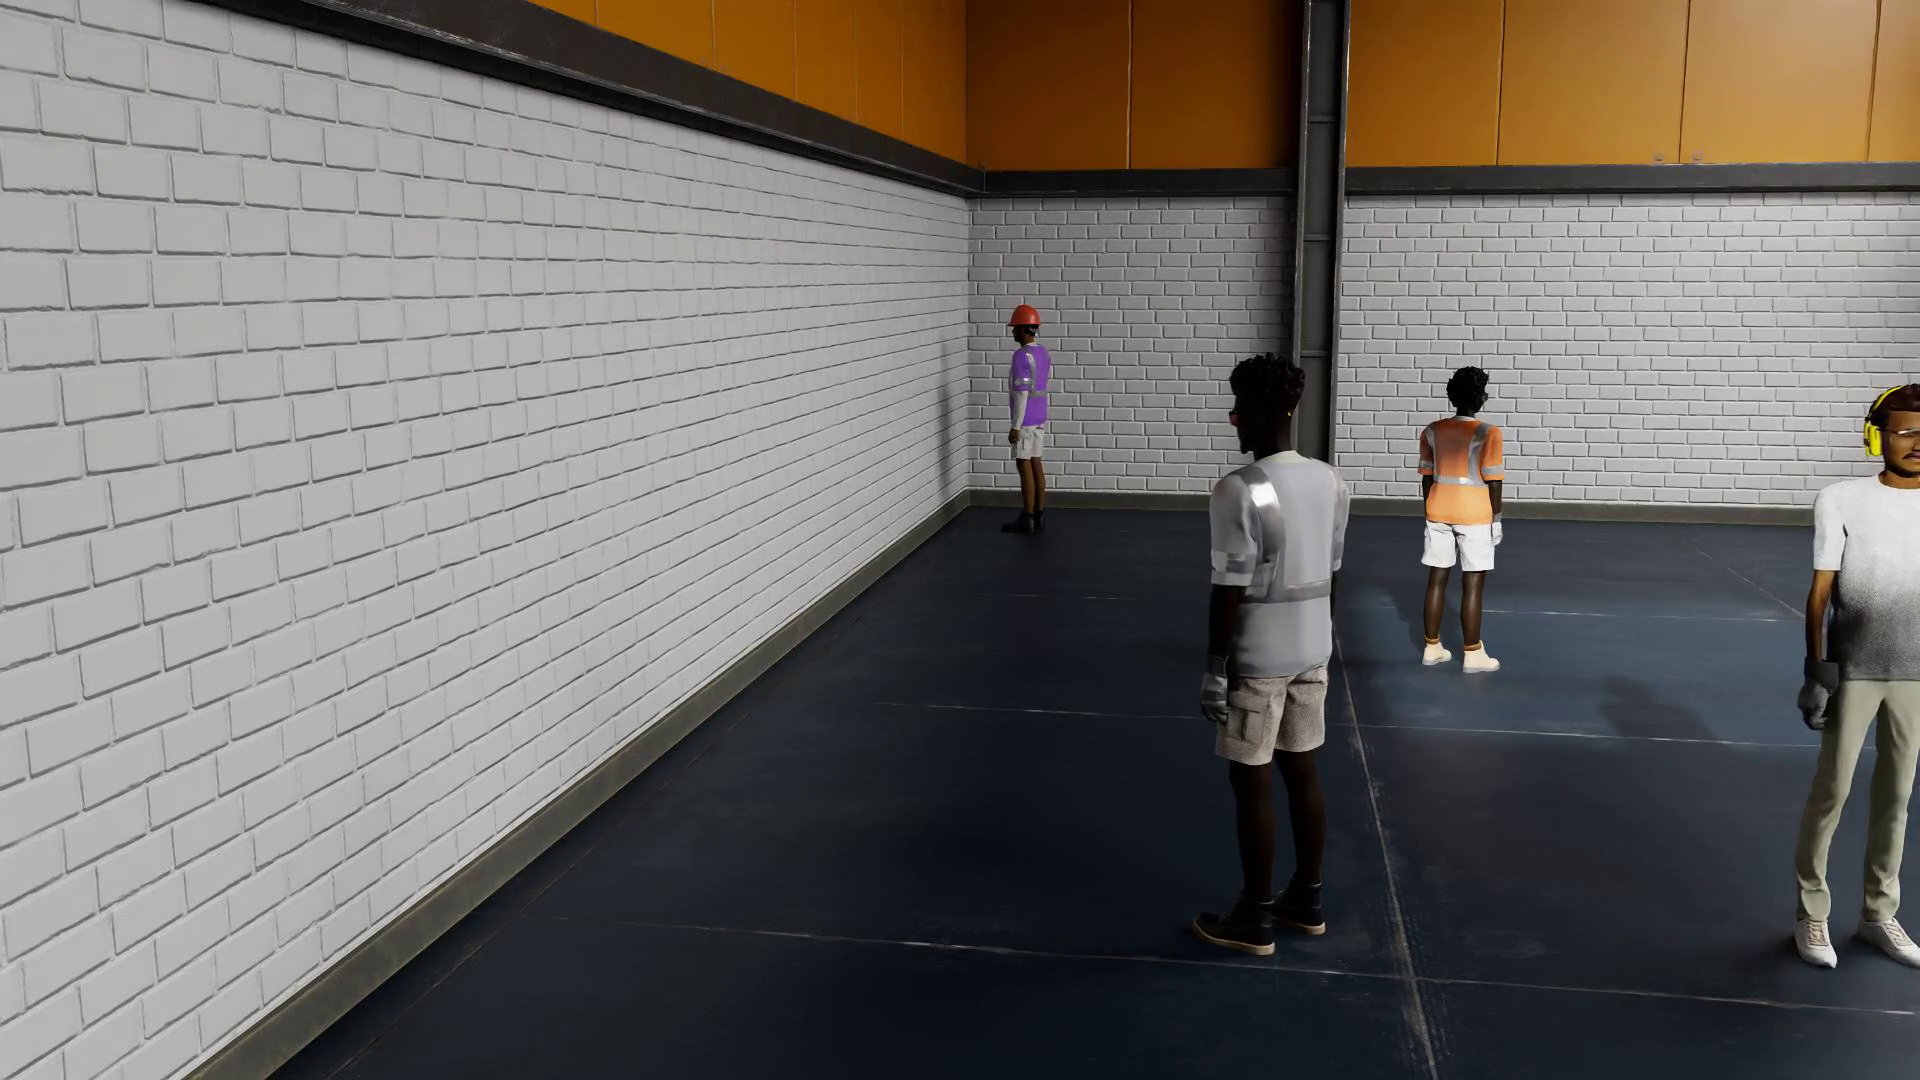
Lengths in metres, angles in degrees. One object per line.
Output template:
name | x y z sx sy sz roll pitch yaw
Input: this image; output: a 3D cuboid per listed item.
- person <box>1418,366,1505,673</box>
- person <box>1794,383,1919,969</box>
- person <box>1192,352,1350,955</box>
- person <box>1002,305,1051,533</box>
person | 2.790 -0.113 9.252 0.319 1.697 0.532 -7 12 -39
person | 2.946 0.437 5.300 0.515 1.873 0.329 0 9 0
person | 1.019 0.370 5.465 0.607 1.956 0.374 -8 12 -41
person | 0.553 -1.028 14.177 0.356 1.936 0.551 4 10 25
